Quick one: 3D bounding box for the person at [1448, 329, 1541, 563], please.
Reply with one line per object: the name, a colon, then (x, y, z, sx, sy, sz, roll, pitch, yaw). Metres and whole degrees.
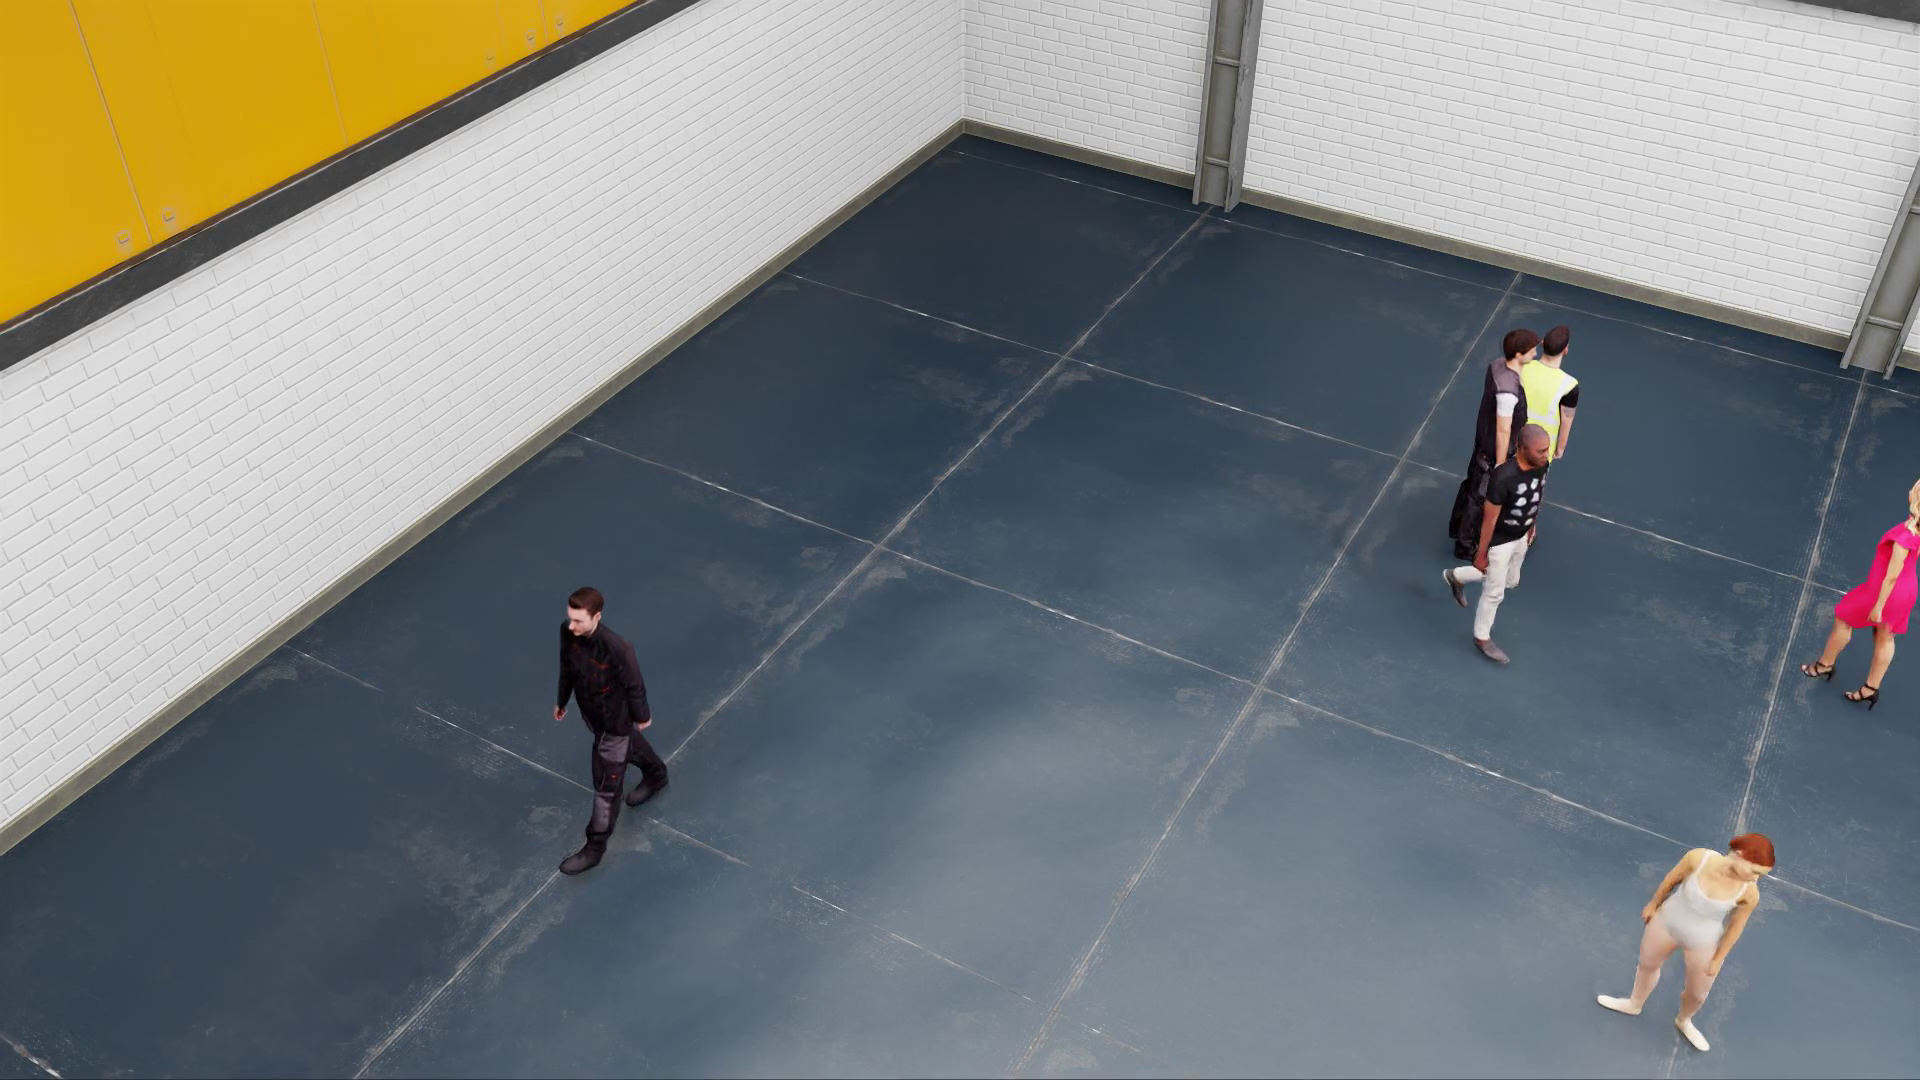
person: (3.749, -0.682, 11.703, 0.717, 1.848, 0.742, 5, 39, 6)

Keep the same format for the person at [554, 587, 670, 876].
person: (-1.988, 0.967, 9.623, 1.188, 1.867, 0.916, 29, 47, 31)

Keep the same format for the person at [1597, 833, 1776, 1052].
person: (3.708, 1.981, 8.557, 0.834, 1.613, 0.545, -21, 43, -24)

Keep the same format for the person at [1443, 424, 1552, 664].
person: (3.505, -0.051, 10.964, 0.918, 1.786, 1.080, -22, 44, -25)

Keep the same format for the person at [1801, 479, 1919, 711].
person: (5.927, 0.387, 10.477, 0.741, 1.707, 0.843, -22, 44, -25)
